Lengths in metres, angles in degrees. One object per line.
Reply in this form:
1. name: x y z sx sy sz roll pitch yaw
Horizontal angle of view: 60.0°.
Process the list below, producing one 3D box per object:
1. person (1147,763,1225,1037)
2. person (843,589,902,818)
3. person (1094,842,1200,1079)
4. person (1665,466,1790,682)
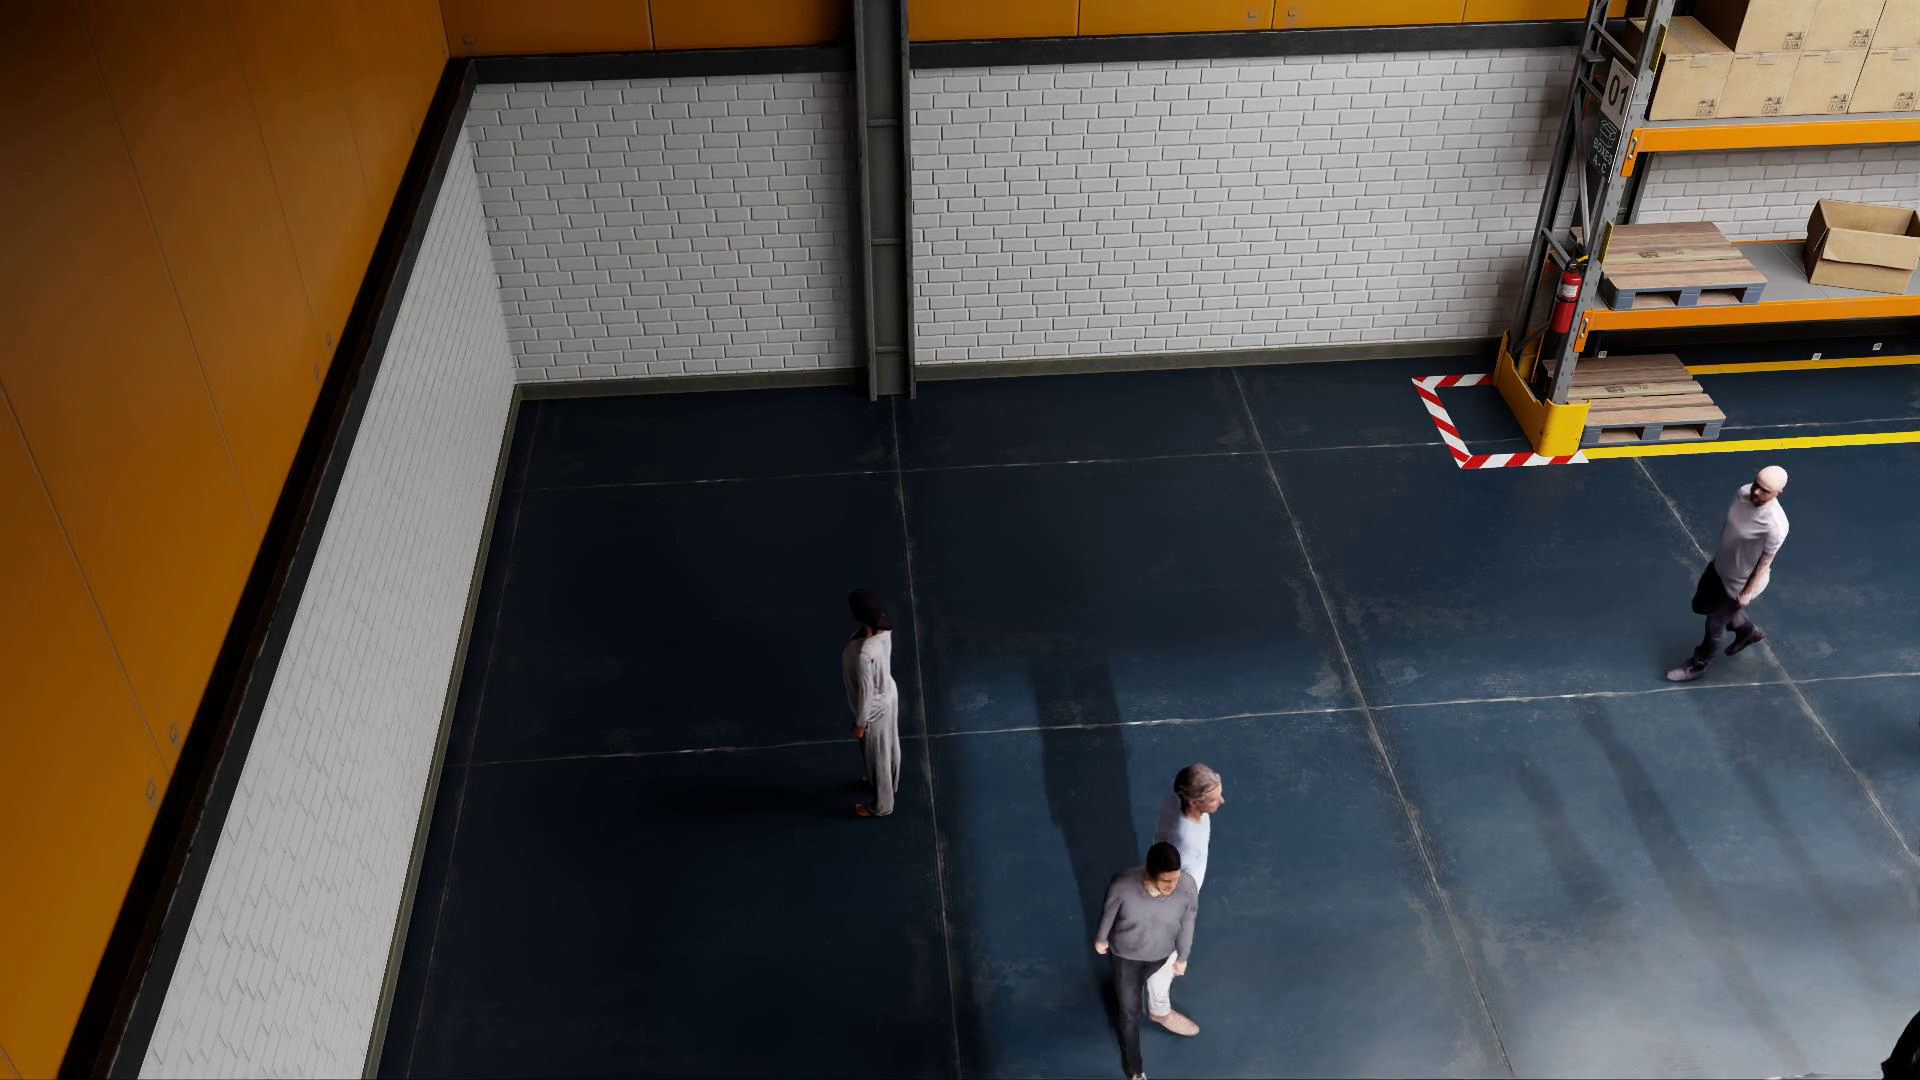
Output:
1. person: 1.119 1.857 8.883 0.764 1.889 0.749 5 39 6
2. person: -0.508 0.980 10.073 0.638 1.774 0.655 9 40 11
3. person: 0.940 2.064 8.758 1.067 1.721 0.720 -1 39 -2
4. person: 5.203 0.244 10.964 0.884 1.812 0.656 -2 39 -3
